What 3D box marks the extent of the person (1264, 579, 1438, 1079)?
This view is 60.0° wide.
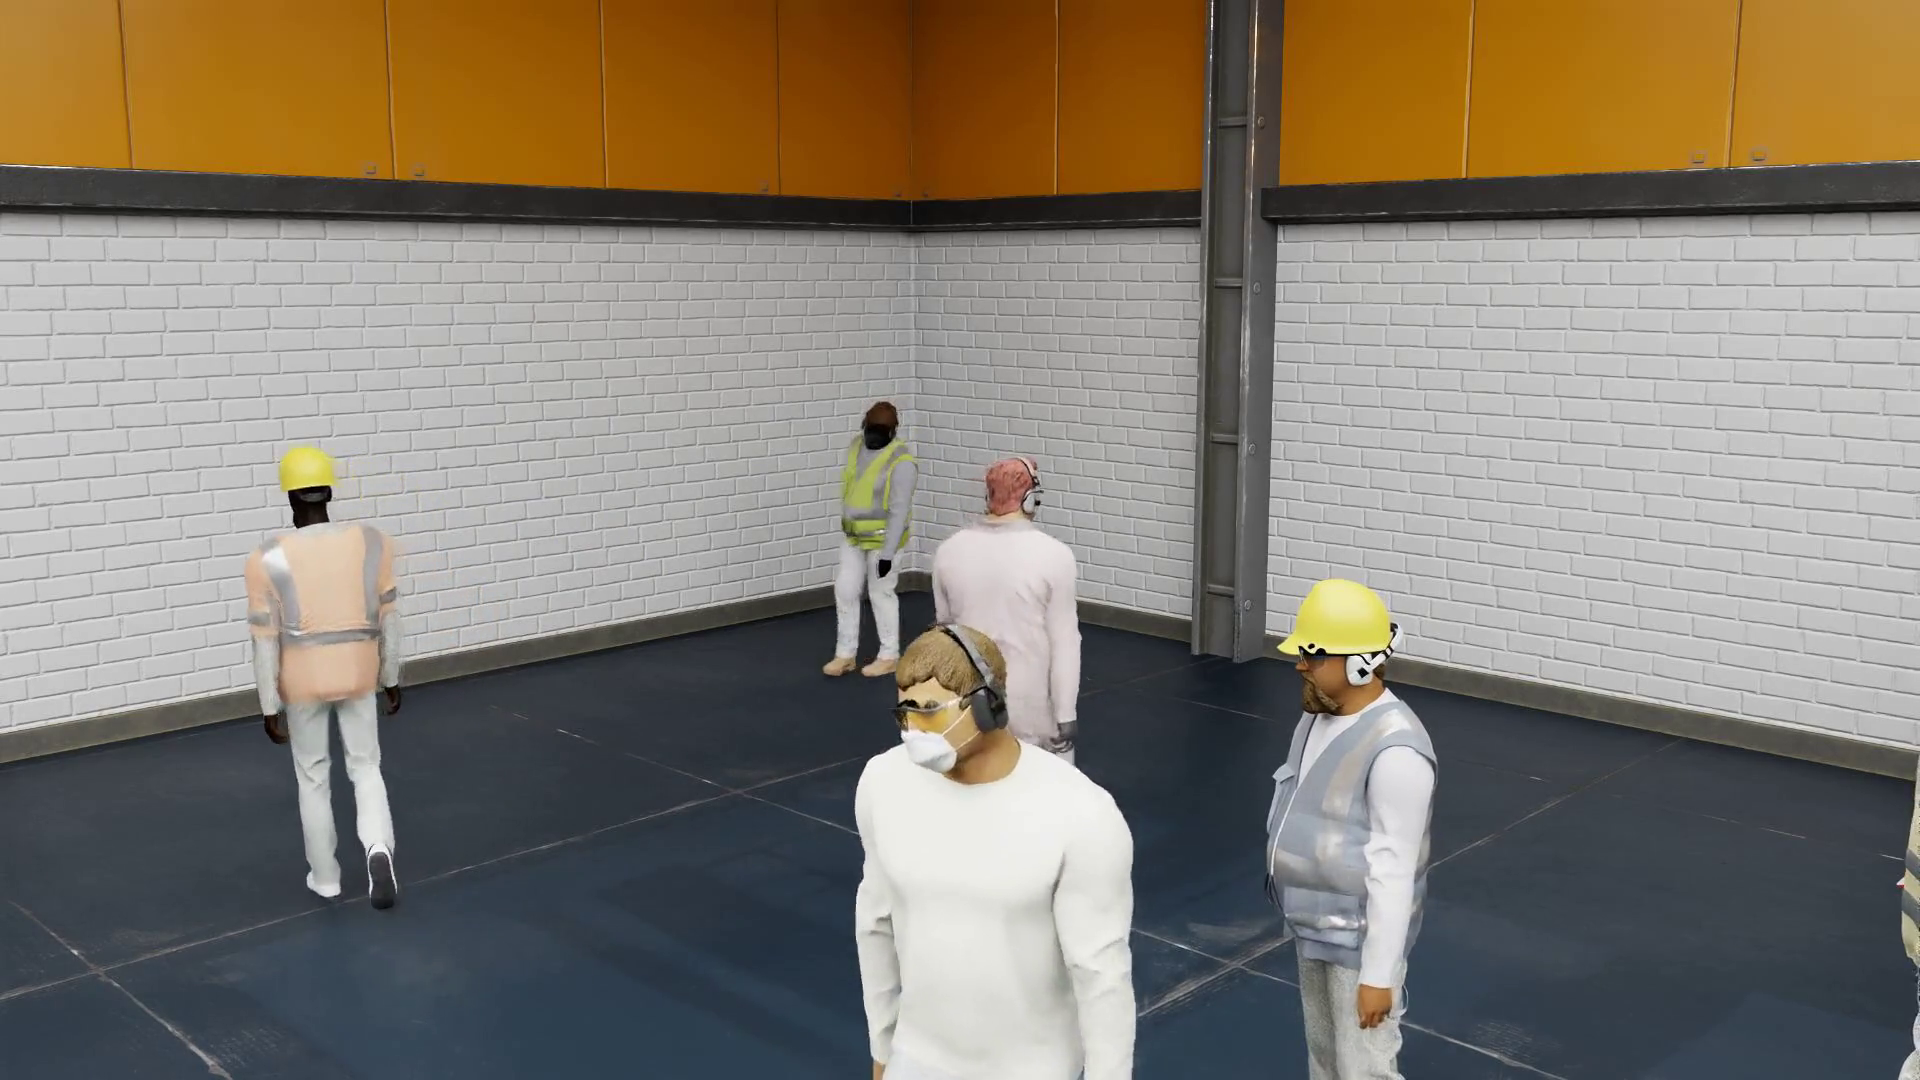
[{"bbox_3d":[0.995,1.002,4.339,0.403,1.826,0.591,-2,9,-10],"label":"person"}]

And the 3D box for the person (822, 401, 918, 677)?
[{"bbox_3d":[-0.558,0.014,10.493,0.587,1.792,0.702,-9,13,-44],"label":"person"}]

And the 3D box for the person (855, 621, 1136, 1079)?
[{"bbox_3d":[0.059,1.103,3.422,0.652,1.920,0.417,3,10,20],"label":"person"}]

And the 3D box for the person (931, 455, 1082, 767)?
[{"bbox_3d":[0.204,0.610,6.511,0.663,1.890,0.420,6,11,34],"label":"person"}]

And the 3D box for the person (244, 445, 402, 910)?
[{"bbox_3d":[-2.532,0.572,6.706,0.604,1.911,0.684,-6,11,-33],"label":"person"}]

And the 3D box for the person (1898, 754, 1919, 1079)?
[{"bbox_3d":[2.564,1.031,4.125,0.404,1.833,0.591,2,10,13],"label":"person"}]
